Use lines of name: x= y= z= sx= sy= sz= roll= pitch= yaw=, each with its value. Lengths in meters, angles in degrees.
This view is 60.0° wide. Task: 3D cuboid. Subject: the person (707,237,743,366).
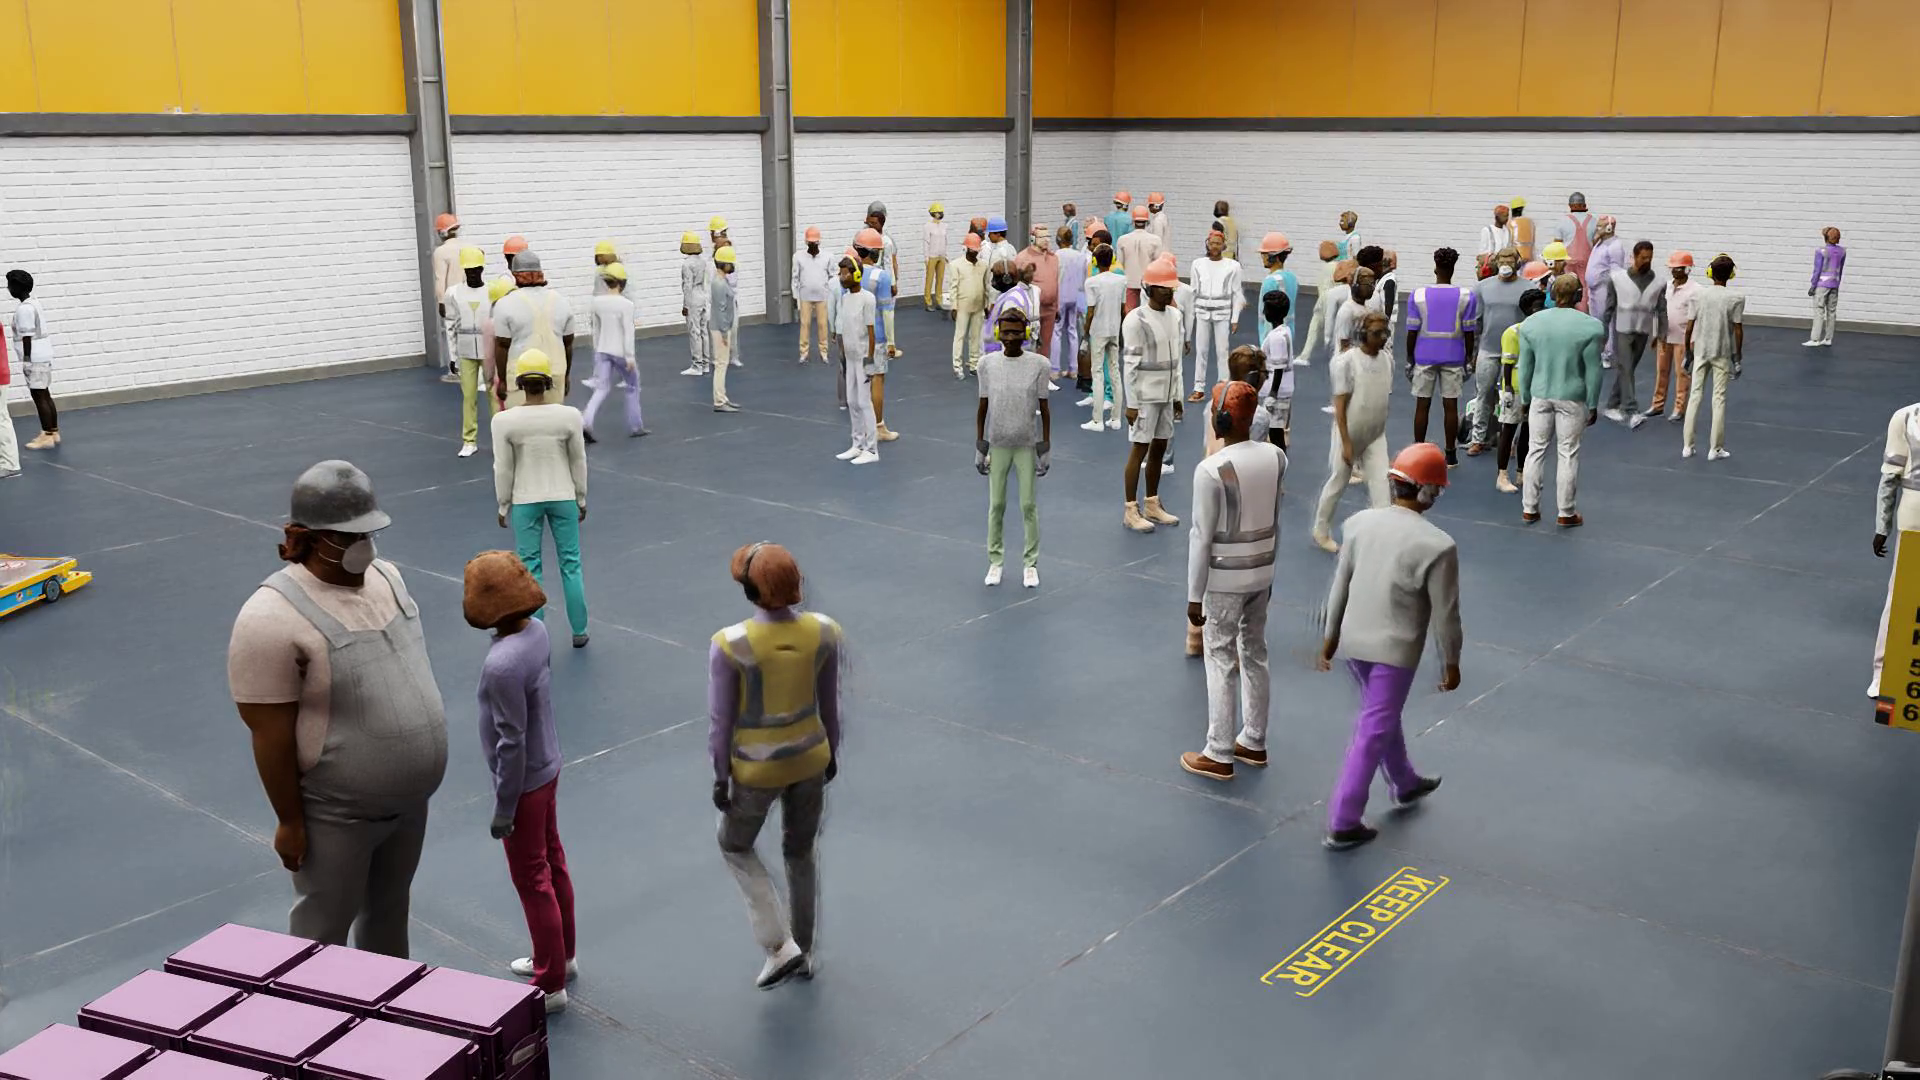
person: x=-2.974 y=-2.996 z=20.993 sx=0.378 sy=1.629 sz=0.521 roll=10 pitch=17 yaw=34

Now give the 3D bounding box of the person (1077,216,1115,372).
person: x=1.635 y=-3.036 z=20.579 sx=0.404 sy=1.906 sz=0.651 roll=-6 pitch=15 yaw=-23

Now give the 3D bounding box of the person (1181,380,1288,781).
person: x=1.276 y=0.190 z=7.758 sx=0.569 sy=1.878 sz=0.351 roll=-10 pitch=17 yaw=-36

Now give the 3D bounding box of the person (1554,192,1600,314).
person: x=9.235 y=-4.229 z=25.072 sx=0.683 sy=2.000 sz=0.535 roll=0 pitch=14 yaw=-1

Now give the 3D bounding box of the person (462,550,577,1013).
person: x=-1.508 y=0.828 z=5.694 sx=0.276 sy=1.631 sz=0.507 roll=0 pitch=14 yaw=-1

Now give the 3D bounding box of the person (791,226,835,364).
person: x=-1.864 y=-3.124 z=21.244 sx=0.573 sy=1.746 sz=0.345 roll=-2 pitch=14 yaw=-6

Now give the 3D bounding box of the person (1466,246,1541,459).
person: x=4.958 y=-1.715 z=15.236 sx=0.636 sy=1.939 sz=0.365 roll=6 pitch=15 yaw=22

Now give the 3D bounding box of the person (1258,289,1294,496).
person: x=2.586 y=-1.206 z=13.692 sx=0.316 sy=1.695 sz=0.540 roll=3 pitch=14 yaw=11

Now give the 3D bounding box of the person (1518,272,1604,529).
person: x=4.528 y=-1.054 z=12.591 sx=0.632 sy=1.940 sz=0.372 roll=10 pitch=17 yaw=36

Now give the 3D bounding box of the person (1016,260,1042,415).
person: x=0.661 y=-2.104 z=17.389 sx=0.308 sy=1.643 sz=0.511 roll=12 pitch=19 yaw=40

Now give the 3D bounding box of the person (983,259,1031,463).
person: x=0.427 y=-1.610 z=15.038 sx=0.429 sy=1.837 sz=0.624 roll=1 pitch=14 yaw=4

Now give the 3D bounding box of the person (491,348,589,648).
person: x=-2.414 y=-0.221 z=9.613 sx=0.525 sy=1.769 sz=0.327 roll=-5 pitch=15 yaw=-19

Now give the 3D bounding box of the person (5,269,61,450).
person: x=-8.746 y=-1.707 z=15.714 sx=0.319 sy=1.687 sz=0.539 roll=-5 pitch=15 yaw=-19

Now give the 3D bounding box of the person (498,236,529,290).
person: x=-4.422 y=-2.069 z=16.681 sx=0.392 sy=1.929 sz=0.546 roll=0 pitch=14 yaw=-1

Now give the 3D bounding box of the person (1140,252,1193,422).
person: x=2.098 y=-2.073 z=17.064 sx=0.573 sy=1.738 sz=0.350 roll=-1 pitch=14 yaw=-6

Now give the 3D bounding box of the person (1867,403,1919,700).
person: x=5.122 y=-0.073 z=8.699 sx=0.595 sy=1.923 sz=0.372 roll=6 pitch=15 yaw=23

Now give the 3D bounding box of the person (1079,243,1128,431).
person: x=1.424 y=-2.016 z=16.586 sx=0.521 sy=1.867 sz=0.328 roll=-8 pitch=16 yaw=-28

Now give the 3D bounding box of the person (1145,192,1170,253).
person: x=3.073 y=-4.423 z=25.975 sx=0.421 sy=1.984 sz=0.618 roll=3 pitch=14 yaw=12

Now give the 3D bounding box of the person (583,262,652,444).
person: x=-3.368 y=-1.800 z=16.009 sx=0.524 sy=1.726 sz=0.854 roll=7 pitch=16 yaw=28

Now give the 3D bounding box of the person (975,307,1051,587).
person: x=0.350 y=-0.609 z=10.978 sx=0.508 sy=1.862 sz=0.326 roll=2 pitch=14 yaw=9

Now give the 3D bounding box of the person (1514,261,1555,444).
person: x=5.467 y=-1.781 z=15.891 sx=0.339 sy=1.741 sz=0.573 roll=11 pitch=18 yaw=37

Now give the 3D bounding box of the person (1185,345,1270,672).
person: x=1.532 y=-0.178 z=9.331 sx=0.397 sy=1.828 sz=0.503 roll=-7 pitch=16 yaw=-27

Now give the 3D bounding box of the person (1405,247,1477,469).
person: x=4.246 y=-1.605 z=14.738 sx=0.603 sy=1.966 sz=0.368 roll=4 pitch=14 yaw=14

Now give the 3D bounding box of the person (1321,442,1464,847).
person: x=1.889 y=0.431 z=7.126 sx=0.872 sy=1.702 sz=0.584 roll=-9 pitch=17 yaw=-33

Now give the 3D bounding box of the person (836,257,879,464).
person: x=-0.935 y=-1.619 z=15.028 sx=0.337 sy=1.857 sz=0.525 roll=-10 pitch=17 yaw=-34

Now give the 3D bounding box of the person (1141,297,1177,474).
person: x=1.746 y=-1.392 z=14.563 sx=0.267 sy=1.632 sz=0.509 roll=-3 pitch=14 yaw=-10

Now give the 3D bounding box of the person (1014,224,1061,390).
person: x=0.909 y=-2.636 z=18.980 sx=0.643 sy=1.908 sz=0.408 roll=-12 pitch=18 yaw=-40

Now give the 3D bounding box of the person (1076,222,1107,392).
person: x=1.523 y=-2.647 z=18.991 sx=0.377 sy=1.930 sz=0.539 roll=-2 pitch=14 yaw=-8

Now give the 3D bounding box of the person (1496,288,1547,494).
person: x=4.704 y=-1.241 z=13.829 sx=0.535 sy=1.697 sz=0.318 roll=-8 pitch=16 yaw=-28

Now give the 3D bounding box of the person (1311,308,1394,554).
person: x=2.772 y=-0.715 z=11.549 sx=0.498 sy=1.802 sz=0.977 roll=-5 pitch=15 yaw=-19

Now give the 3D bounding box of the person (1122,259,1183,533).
person: x=1.480 y=-1.082 z=12.494 sx=0.390 sy=2.041 sz=0.614 roll=14 pitch=19 yaw=43

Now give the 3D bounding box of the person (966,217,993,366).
person: x=0.262 y=-3.079 z=20.796 sx=0.337 sy=1.882 sz=0.585 roll=-2 pitch=14 yaw=-8

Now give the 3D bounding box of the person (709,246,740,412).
person: x=-2.498 y=-2.236 z=17.688 sx=0.344 sy=1.758 sz=0.532 roll=-2 pitch=14 yaw=-6

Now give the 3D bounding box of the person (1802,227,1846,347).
person: x=11.914 y=-3.477 z=22.881 sx=0.513 sy=1.641 sz=0.307 roll=-5 pitch=15 yaw=-20

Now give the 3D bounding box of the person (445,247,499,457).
person: x=-4.406 y=-1.718 z=15.267 sx=0.589 sy=1.928 sz=0.385 roll=-1 pitch=14 yaw=-5

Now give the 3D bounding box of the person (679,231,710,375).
person: x=-3.273 y=-2.899 z=20.363 sx=0.296 sy=1.744 sz=0.488 roll=4 pitch=15 yaw=15

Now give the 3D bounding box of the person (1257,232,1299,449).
person: x=2.908 y=-1.831 z=15.484 sx=0.396 sy=2.042 sz=0.611 roll=9 pitch=16 yaw=31
